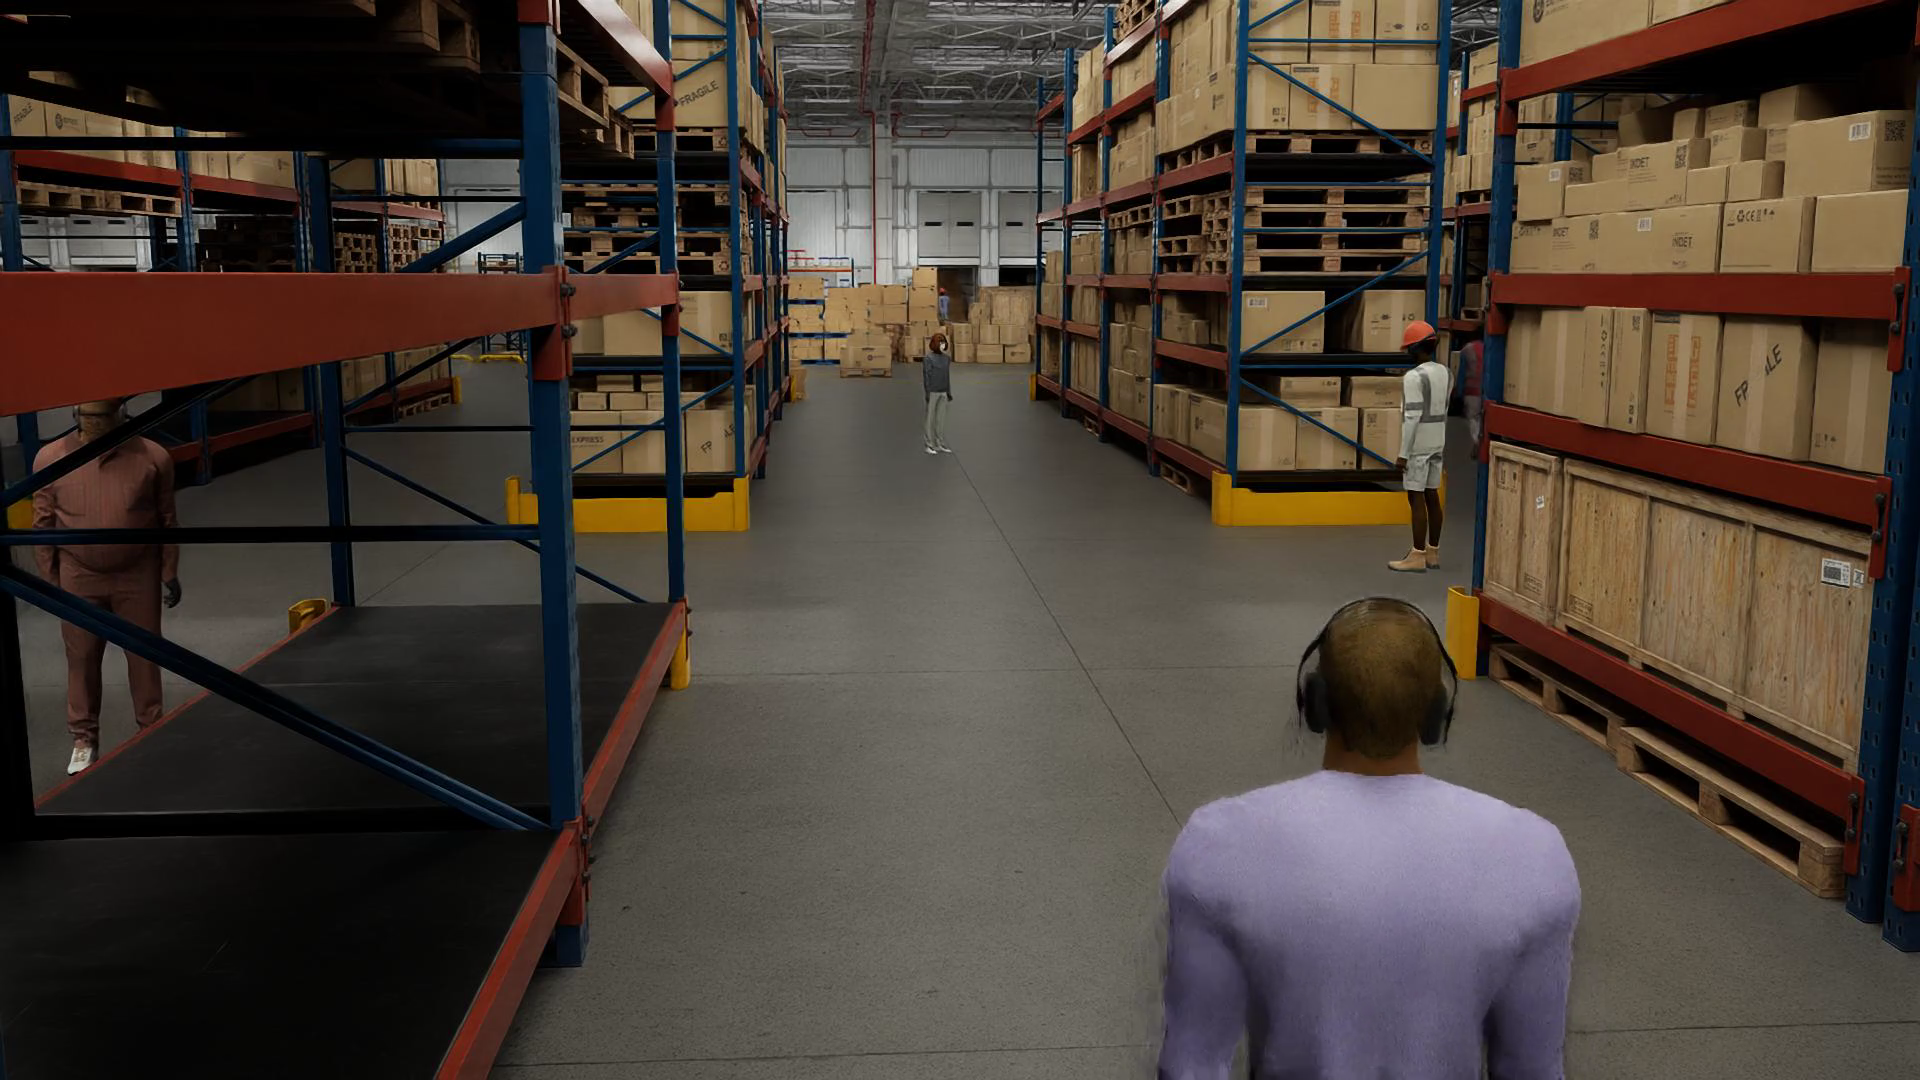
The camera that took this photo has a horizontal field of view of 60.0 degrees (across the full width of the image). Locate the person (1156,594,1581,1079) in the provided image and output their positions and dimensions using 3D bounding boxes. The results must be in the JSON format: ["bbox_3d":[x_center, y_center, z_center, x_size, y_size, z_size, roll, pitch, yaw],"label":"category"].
[{"bbox_3d":[0.625,1.042,2.608,0.633,1.919,0.738,1,9,8],"label":"person"}]

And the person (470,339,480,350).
[{"bbox_3d":[-15.706,-7.032,53.598,0.505,1.831,0.528,0,9,-3],"label":"person"}]

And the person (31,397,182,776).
[{"bbox_3d":[-4.128,0.178,8.084,0.639,1.901,0.406,-5,10,-28],"label":"person"}]

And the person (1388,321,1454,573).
[{"bbox_3d":[3.717,-0.748,13.478,0.392,2.033,0.605,9,13,44],"label":"person"}]

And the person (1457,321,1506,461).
[{"bbox_3d":[6.692,-1.893,21.311,0.648,1.824,0.487,0,9,2],"label":"person"}]

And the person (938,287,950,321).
[{"bbox_3d":[-0.642,-9.259,67.275,0.567,1.922,0.638,-6,11,-32],"label":"person"}]

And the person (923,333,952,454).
[{"bbox_3d":[-0.302,-1.977,22.442,0.278,1.634,0.498,8,12,41],"label":"person"}]
